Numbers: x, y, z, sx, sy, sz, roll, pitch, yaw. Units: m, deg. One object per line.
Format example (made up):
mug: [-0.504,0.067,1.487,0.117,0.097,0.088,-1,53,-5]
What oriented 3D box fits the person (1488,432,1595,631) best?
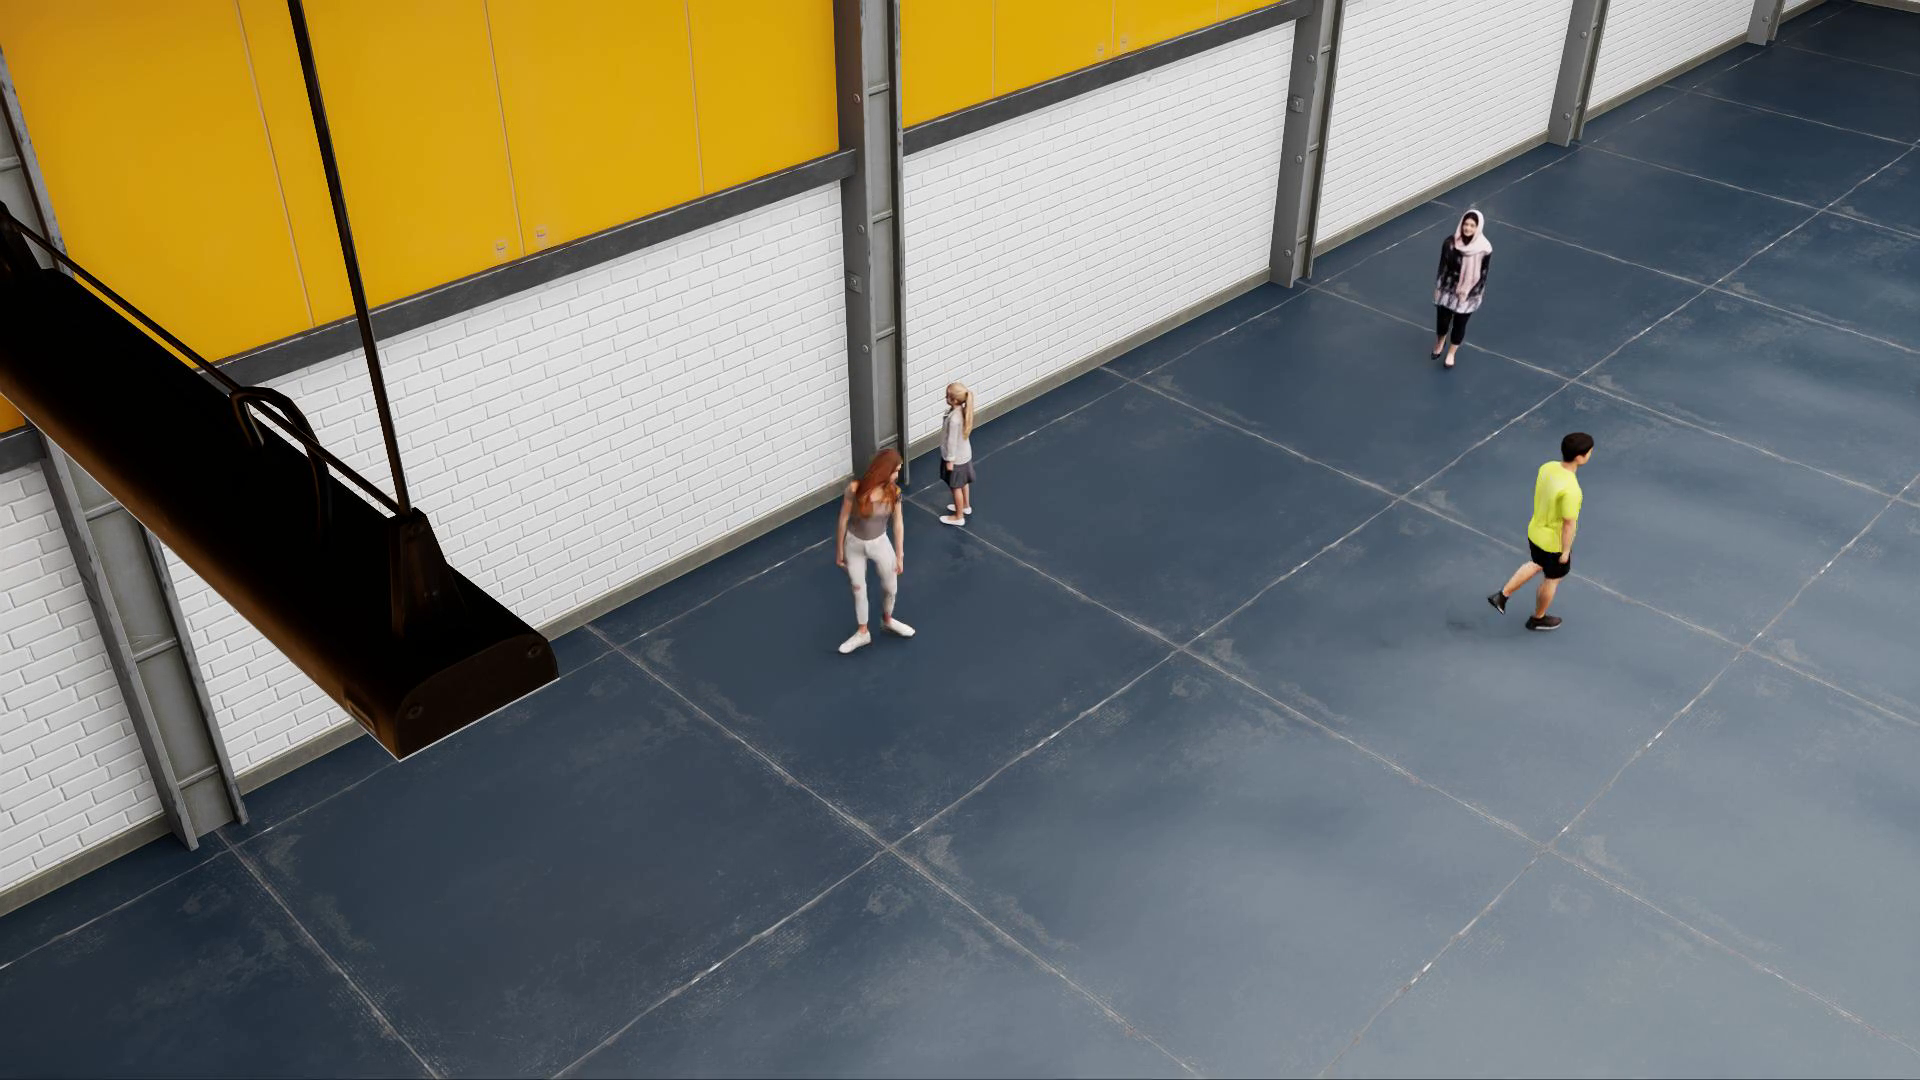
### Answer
person: [4.286,-0.040,12.251,0.938,1.692,0.844,-8,34,-12]

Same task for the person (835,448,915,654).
person: [-0.707,0.080,12.079,0.782,1.682,0.866,6,34,8]

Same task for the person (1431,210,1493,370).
person: [4.803,-2.427,15.904,0.735,1.623,0.777,12,35,17]

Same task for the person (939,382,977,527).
person: [-0.021,-0.718,13.648,0.653,1.275,0.579,7,34,10]
